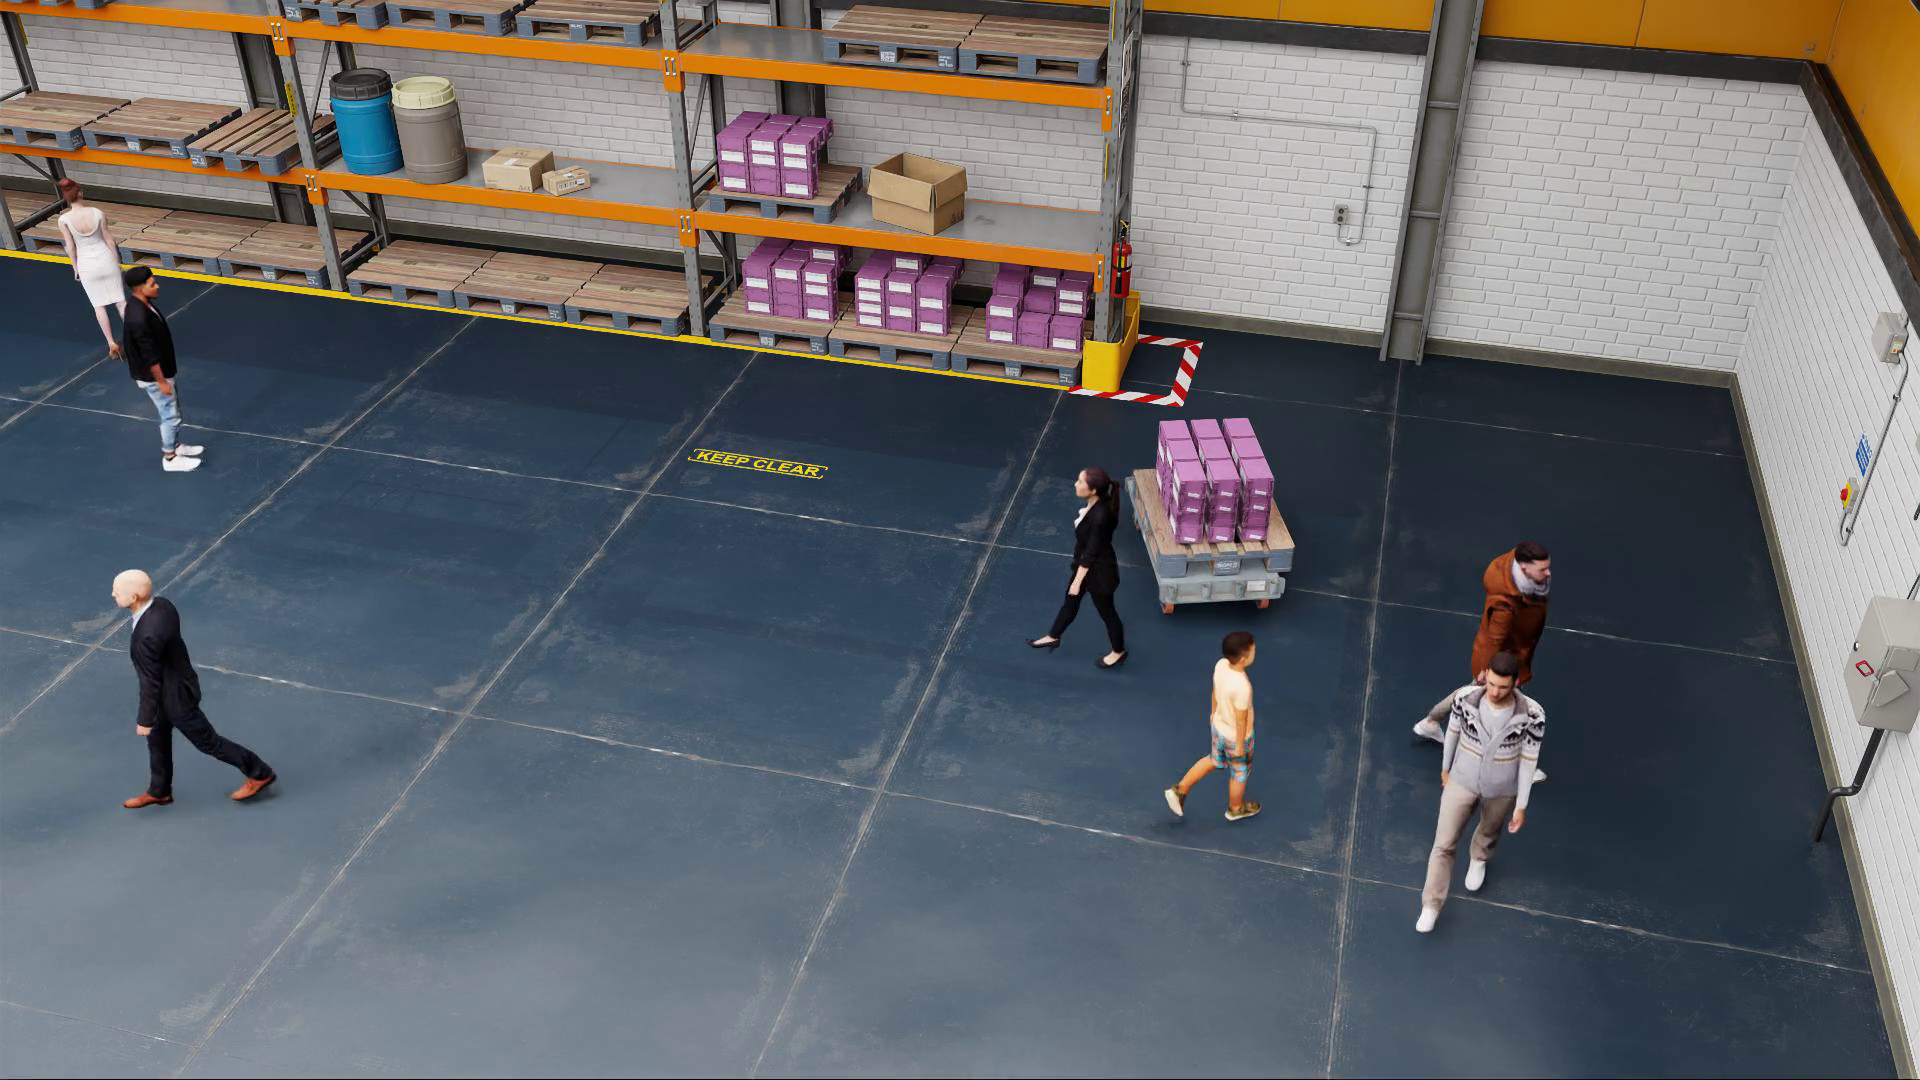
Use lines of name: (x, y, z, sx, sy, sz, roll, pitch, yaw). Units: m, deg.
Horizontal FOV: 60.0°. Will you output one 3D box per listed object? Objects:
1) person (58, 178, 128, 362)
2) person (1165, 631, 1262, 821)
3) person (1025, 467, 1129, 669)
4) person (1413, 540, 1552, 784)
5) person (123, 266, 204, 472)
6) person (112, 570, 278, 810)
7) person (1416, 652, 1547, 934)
person: (-8.029, -2.515, 15.479, 0.639, 1.797, 0.695, -18, 38, -25)
person: (1.611, 1.180, 10.238, 0.941, 1.445, 0.815, -11, 35, -16)
person: (1.030, 0.229, 11.500, 1.019, 1.631, 0.745, 2, 34, 3)
person: (3.363, 0.729, 10.596, 1.114, 1.800, 0.807, 10, 35, 14)
person: (-6.707, -1.409, 13.820, 0.838, 1.792, 0.812, -11, 35, -17)
person: (-4.776, 0.953, 10.292, 1.250, 1.763, 1.120, -13, 36, -19)
person: (3.063, 1.356, 9.635, 1.121, 1.819, 0.846, 13, 36, 19)
